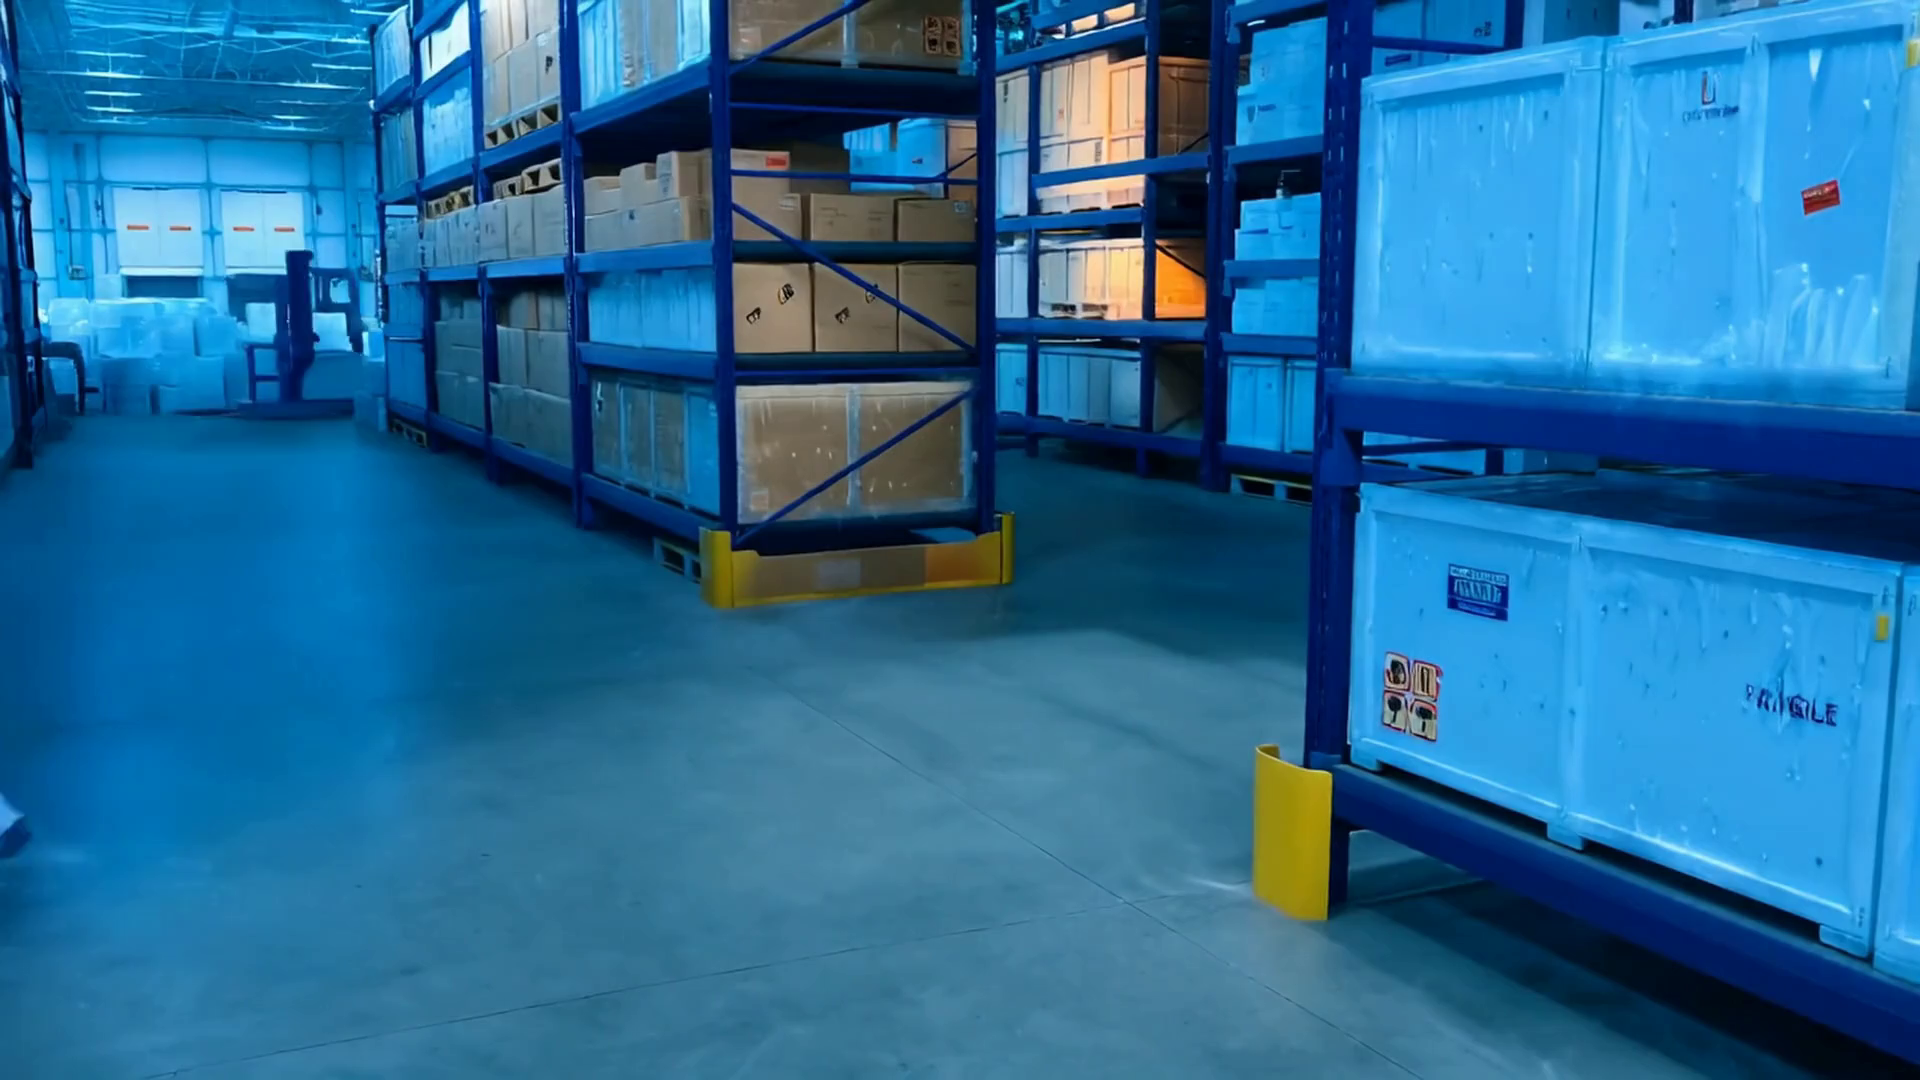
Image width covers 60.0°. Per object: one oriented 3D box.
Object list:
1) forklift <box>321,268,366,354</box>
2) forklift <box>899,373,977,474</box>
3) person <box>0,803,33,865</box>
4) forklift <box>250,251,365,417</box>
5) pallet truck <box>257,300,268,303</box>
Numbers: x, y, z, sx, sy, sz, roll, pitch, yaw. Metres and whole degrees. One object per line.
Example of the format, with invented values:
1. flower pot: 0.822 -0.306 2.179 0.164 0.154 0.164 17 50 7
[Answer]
1. forklift: -16.433 -5.812 44.169 1.129 2.768 1.873 -1 8 -9
2. forklift: -0.780 -2.131 18.786 1.873 2.768 1.129 -4 9 -23
3. person: -3.656 0.333 5.528 0.901 1.810 0.607 -3 9 -19
4. forklift: -11.317 -3.558 28.623 1.873 2.768 1.129 -4 9 -26
5. pallet truck: -23.913 -7.404 58.171 1.885 1.965 0.823 -1 8 -9
